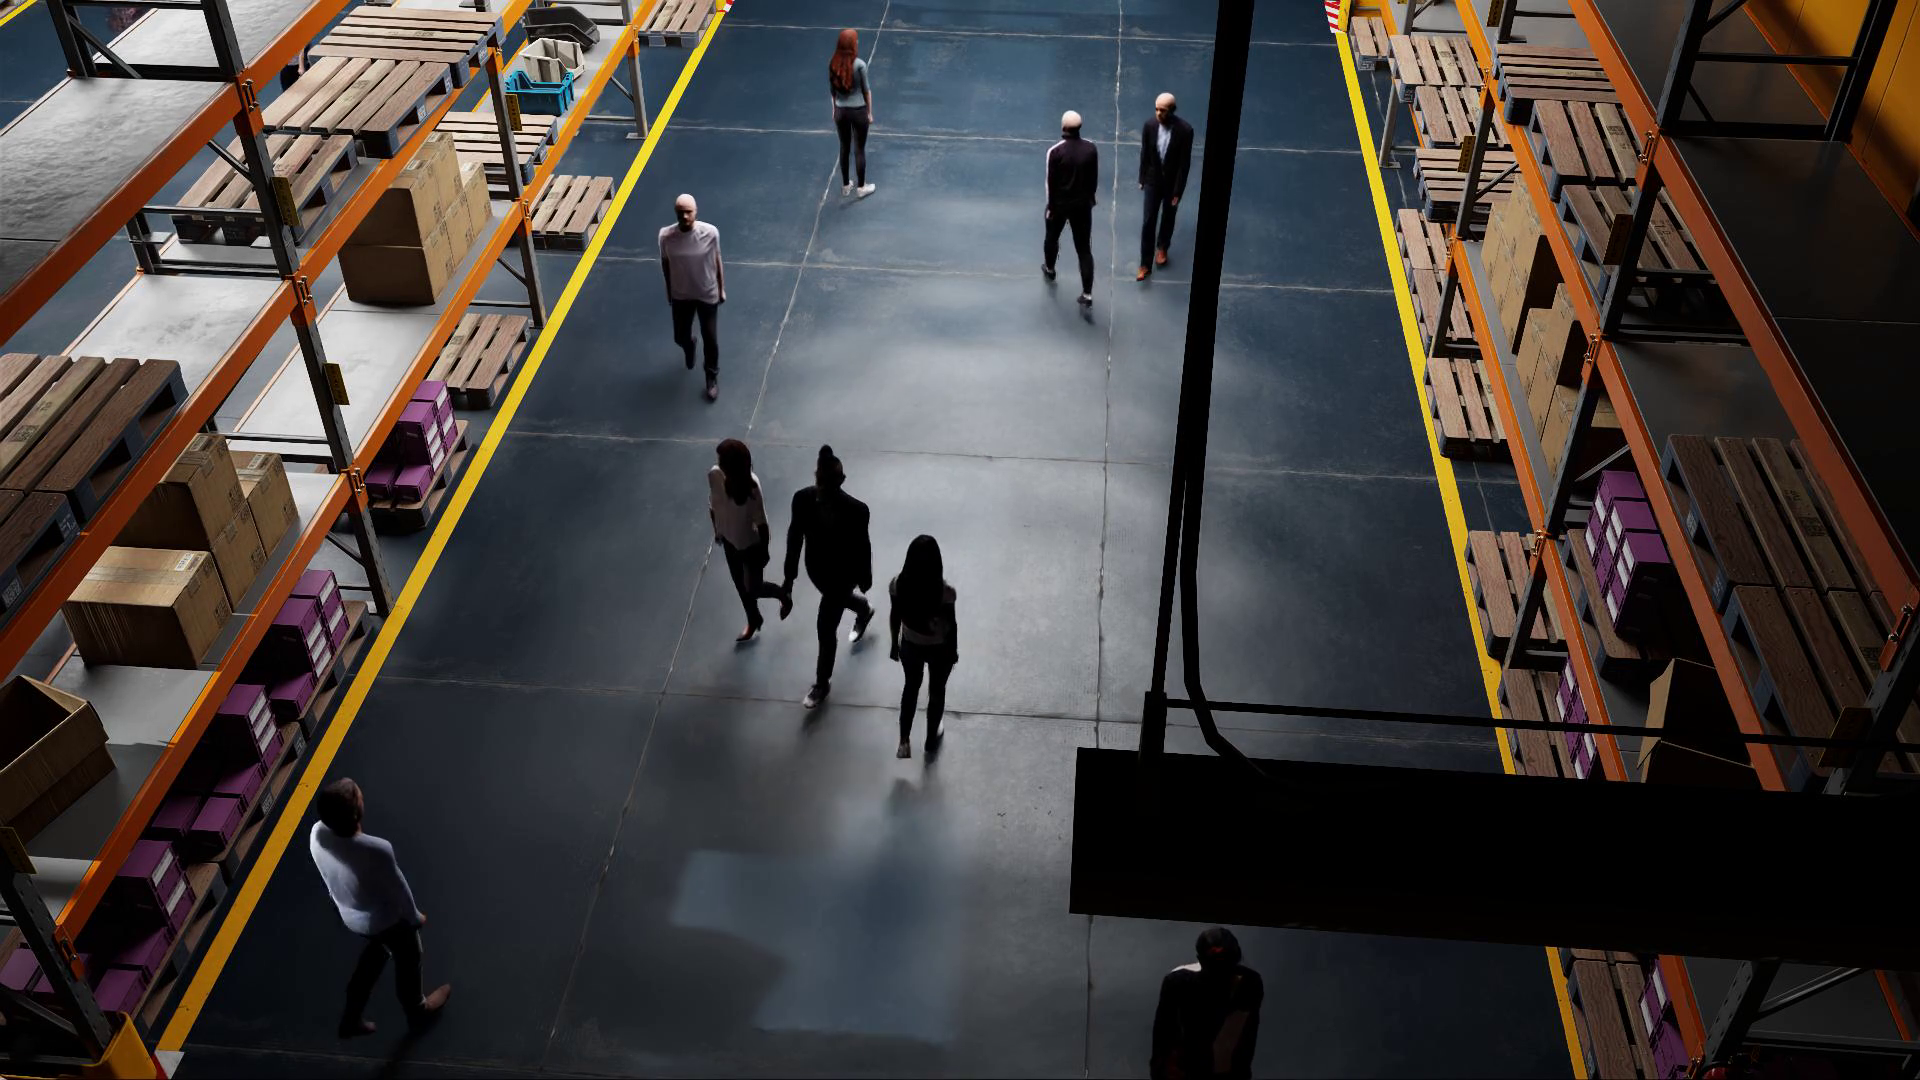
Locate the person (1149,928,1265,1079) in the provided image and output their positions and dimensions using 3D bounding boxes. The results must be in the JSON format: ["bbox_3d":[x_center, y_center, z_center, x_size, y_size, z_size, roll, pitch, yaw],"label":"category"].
[{"bbox_3d":[1.183,2.537,8.132,0.712,1.893,0.642,-3,39,-4],"label":"person"}]

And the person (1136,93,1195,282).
[{"bbox_3d":[1.953,-3.400,15.669,0.807,1.764,1.053,12,40,14],"label":"person"}]

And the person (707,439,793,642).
[{"bbox_3d":[-1.432,-0.031,11.443,0.838,1.774,0.914,24,45,27],"label":"person"}]

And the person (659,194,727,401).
[{"bbox_3d":[-2.222,-2.108,14.007,0.769,1.819,0.937,-5,39,-6],"label":"person"}]

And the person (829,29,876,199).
[{"bbox_3d":[-1.103,-4.313,16.829,0.646,1.742,0.618,14,41,17],"label":"person"}]

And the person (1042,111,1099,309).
[{"bbox_3d":[1.042,-2.956,15.092,0.949,1.791,1.331,-9,39,-11],"label":"person"}]

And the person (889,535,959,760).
[{"bbox_3d":[-0.235,0.756,10.466,0.669,1.763,0.849,9,40,11],"label":"person"}]

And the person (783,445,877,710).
[{"bbox_3d":[-0.811,0.124,11.137,1.048,1.913,1.359,20,43,23],"label":"person"}]

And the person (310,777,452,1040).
[{"bbox_3d":[-3.135,2.042,8.766,0.847,1.874,0.996,18,42,21],"label":"person"}]
